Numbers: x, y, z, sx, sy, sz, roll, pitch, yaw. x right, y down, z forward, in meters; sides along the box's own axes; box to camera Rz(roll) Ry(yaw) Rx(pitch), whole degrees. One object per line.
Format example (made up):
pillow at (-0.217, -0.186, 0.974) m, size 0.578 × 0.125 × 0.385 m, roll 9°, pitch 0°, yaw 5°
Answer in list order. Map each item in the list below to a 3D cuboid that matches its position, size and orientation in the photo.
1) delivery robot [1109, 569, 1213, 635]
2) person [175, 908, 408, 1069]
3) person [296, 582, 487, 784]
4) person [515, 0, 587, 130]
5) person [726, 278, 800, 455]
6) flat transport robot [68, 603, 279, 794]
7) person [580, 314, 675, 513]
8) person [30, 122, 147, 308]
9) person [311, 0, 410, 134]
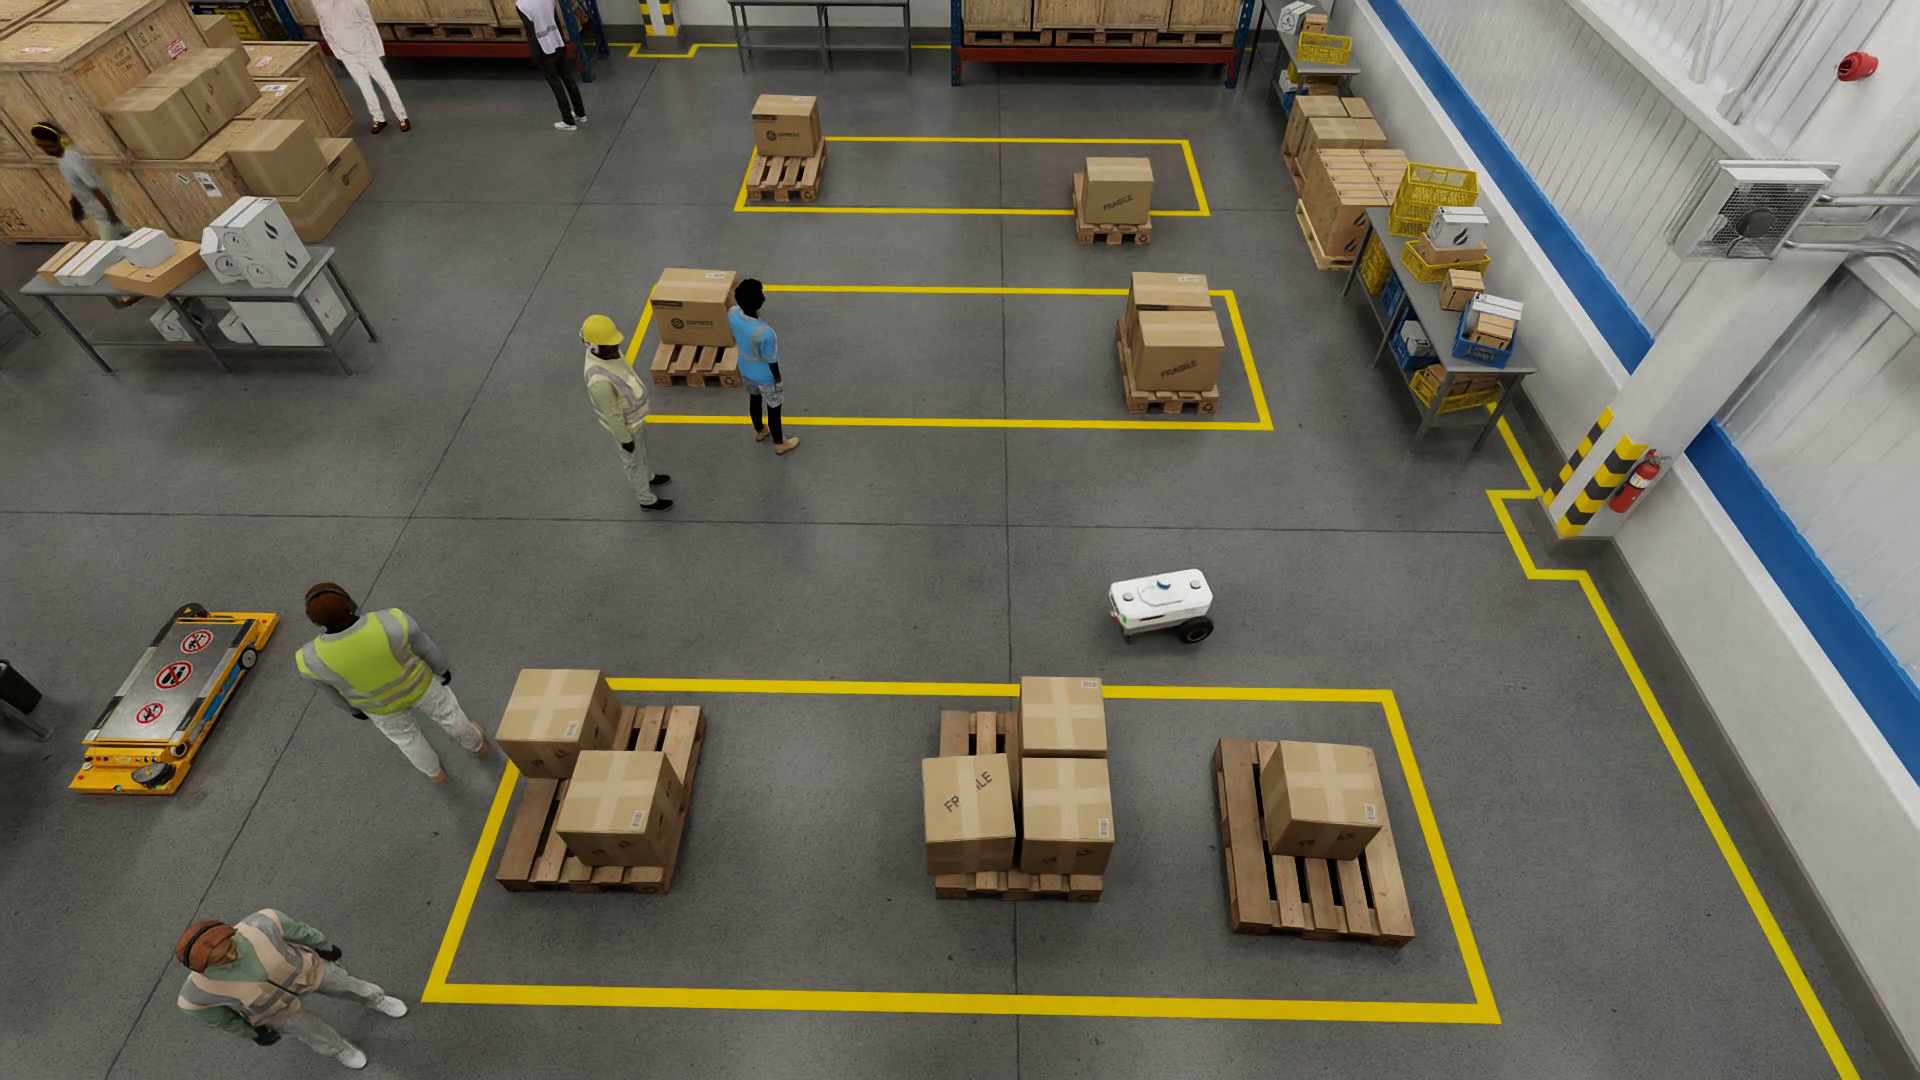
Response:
delivery robot at (1.464, 0.436, 6.736) m, size 0.707 × 0.478 × 0.477 m, roll -9°, pitch 50°, yaw -8°
person at (-3.340, 2.236, 4.573) m, size 0.313 × 1.633 × 0.516 m, roll 19°, pitch 52°, yaw 16°
person at (-3.436, 0.885, 5.587) m, size 0.614 × 1.836 × 0.429 m, roll -30°, pitch 56°, yaw -23°
person at (-5.150, -6.157, 11.487) m, size 0.376 × 1.917 × 0.600 m, roll 17°, pitch 52°, yaw 14°
person at (-1.649, -1.415, 7.625) m, size 0.529 × 1.689 × 0.316 m, roll 36°, pitch 58°, yaw 26°
flat transport robot at (-5.504, 1.072, 6.442) m, size 0.652 × 0.197 × 1.431 m, roll 1°, pitch 50°, yaw 1°
person at (-2.608, -0.981, 7.166) m, size 0.404 × 1.829 × 0.591 m, roll -10°, pitch 50°, yaw -8°
person at (-8.570, -3.205, 9.053) m, size 0.626 × 1.827 × 0.640 m, roll -30°, pitch 56°, yaw -23°
person at (-7.500, -6.077, 11.424) m, size 0.643 × 1.913 × 0.411 m, roll -5°, pitch 50°, yaw -4°
